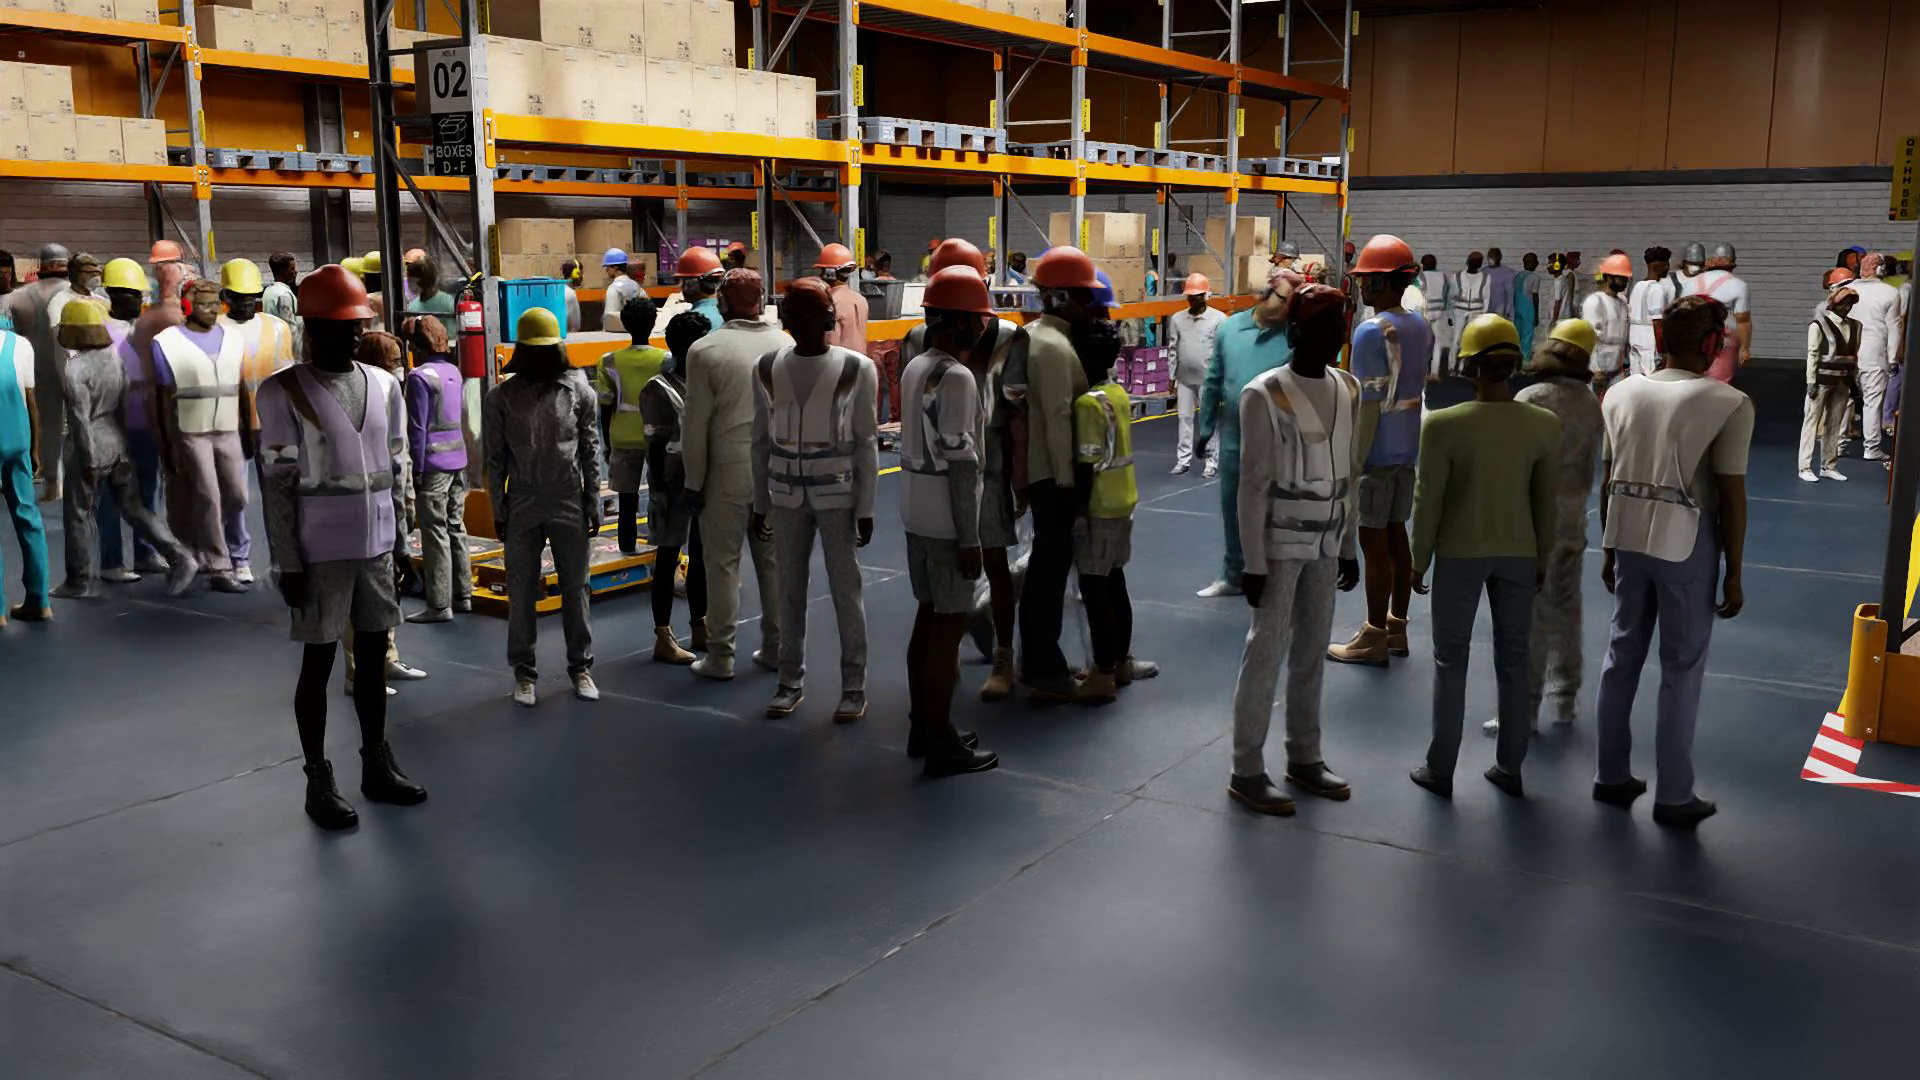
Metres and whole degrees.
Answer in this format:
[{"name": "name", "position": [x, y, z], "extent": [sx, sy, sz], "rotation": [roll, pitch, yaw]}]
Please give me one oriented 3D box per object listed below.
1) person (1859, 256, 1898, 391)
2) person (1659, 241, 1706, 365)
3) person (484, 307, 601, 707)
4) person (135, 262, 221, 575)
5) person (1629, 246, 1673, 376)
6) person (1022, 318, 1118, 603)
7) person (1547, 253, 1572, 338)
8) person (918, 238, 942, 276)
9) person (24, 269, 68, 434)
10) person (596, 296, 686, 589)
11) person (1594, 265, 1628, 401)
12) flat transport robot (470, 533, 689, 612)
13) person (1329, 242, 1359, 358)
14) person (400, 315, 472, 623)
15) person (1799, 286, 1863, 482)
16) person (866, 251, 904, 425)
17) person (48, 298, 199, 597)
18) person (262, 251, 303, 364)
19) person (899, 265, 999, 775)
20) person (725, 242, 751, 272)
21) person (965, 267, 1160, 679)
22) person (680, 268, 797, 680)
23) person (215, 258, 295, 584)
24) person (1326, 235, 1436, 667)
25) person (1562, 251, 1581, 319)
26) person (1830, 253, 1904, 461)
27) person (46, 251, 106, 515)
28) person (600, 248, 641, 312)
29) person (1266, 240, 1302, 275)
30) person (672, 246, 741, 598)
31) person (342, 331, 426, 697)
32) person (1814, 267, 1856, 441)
[{"name": "person", "position": [12.290, -2.899, 22.346], "extent": [0.436, 1.819, 0.634], "rotation": [1, 10, 7]}, {"name": "person", "position": [7.753, -2.177, 17.693], "extent": [0.682, 2.000, 0.542], "rotation": [0, 10, 1]}, {"name": "person", "position": [-1.799, -0.139, 7.243], "extent": [0.484, 1.738, 0.321], "rotation": [-3, 11, -18]}, {"name": "person", "position": [-4.633, -0.709, 9.979], "extent": [0.662, 1.884, 0.424], "rotation": [6, 12, 30]}, {"name": "person", "position": [6.935, -1.967, 16.735], "extent": [0.361, 1.964, 0.613], "rotation": [0, 10, 0]}, {"name": "person", "position": [0.588, -0.605, 9.327], "extent": [0.586, 1.920, 0.396], "rotation": [3, 11, 18]}, {"name": "person", "position": [7.708, -2.766, 21.473], "extent": [0.343, 1.859, 0.533], "rotation": [5, 12, 28]}, {"name": "person", "position": [-0.390, -3.921, 27.339], "extent": [0.613, 2.048, 0.362], "rotation": [-2, 10, -12]}, {"name": "person", "position": [-8.959, -1.773, 16.298], "extent": [0.573, 1.738, 0.352], "rotation": [-3, 11, -17]}, {"name": "person", "position": [-1.829, -0.555, 9.650], "extent": [0.536, 1.700, 0.318], "rotation": [-1, 10, -5]}, {"name": "person", "position": [7.098, -2.146, 18.313], "extent": [0.340, 1.757, 0.518], "rotation": [-5, 11, -25]}, {"name": "flat transport robot", "position": [-2.170, 0.171, 9.589], "extent": [0.652, 0.197, 1.431], "rotation": [7, 12, 33]}, {"name": "person", "position": [6.572, -4.087, 28.440], "extent": [0.615, 1.986, 0.409], "rotation": [-4, 11, -23]}, {"name": "person", "position": [-2.789, -0.379, 8.872], "extent": [0.319, 1.631, 0.524], "rotation": [1, 10, 7]}, {"name": "person", "position": [7.320, -1.305, 13.972], "extent": [0.515, 1.640, 0.314], "rotation": [-3, 11, -15]}, {"name": "person", "position": [-0.798, -2.100, 17.647], "extent": [0.597, 1.908, 0.401], "rotation": [-8, 13, -39]}, {"name": "person", "position": [-4.776, -0.504, 9.367], "extent": [0.840, 1.710, 0.490], "rotation": [2, 10, 9]}, {"name": "person", "position": [-6.178, -1.671, 15.230], "extent": [0.391, 1.920, 0.593], "rotation": [-8, 13, -38]}, {"name": "person", "position": [-0.034, -0.073, 6.356], "extent": [0.385, 1.929, 0.543], "rotation": [-4, 11, -20]}, {"name": "person", "position": [-3.230, -3.324, 24.235], "extent": [0.396, 1.985, 0.643], "rotation": [-9, 14, -41]}, {"name": "person", "position": [0.440, -0.310, 7.739], "extent": [0.925, 1.915, 0.601], "rotation": [2, 10, 8]}, {"name": "person", "position": [-1.000, -0.303, 7.731], "extent": [0.654, 1.894, 0.401], "rotation": [-8, 13, -37]}, {"name": "person", "position": [-4.211, -0.699, 9.866], "extent": [0.591, 1.915, 0.401], "rotation": [-10, 14, -43]}, {"name": "person", "position": [1.994, -0.417, 7.934], "extent": [0.373, 2.044, 0.606], "rotation": [8, 13, 39]}, {"name": "person", "position": [9.700, -3.686, 26.595], "extent": [0.375, 1.843, 0.575], "rotation": [2, 10, 10]}, {"name": "person", "position": [8.360, -1.683, 15.350], "extent": [0.406, 1.901, 0.639], "rotation": [-8, 13, -36]}, {"name": "person", "position": [-6.476, -1.160, 12.343], "extent": [0.351, 1.936, 0.634], "rotation": [0, 10, 2]}, {"name": "person", "position": [-3.518, -2.061, 17.347], "extent": [0.415, 1.939, 0.607], "rotation": [3, 11, 15]}, {"name": "person", "position": [3.702, -2.402, 18.939], "extent": [0.536, 2.000, 0.677], "rotation": [1, 10, 5]}, {"name": "person", "position": [-1.451, -0.665, 9.483], "extent": [0.397, 1.990, 0.619], "rotation": [5, 11, 24]}, {"name": "person", "position": [-2.605, -0.117, 7.450], "extent": [0.297, 1.626, 0.499], "rotation": [2, 10, 11]}, {"name": "person", "position": [8.849, -1.868, 16.799], "extent": [0.562, 1.747, 0.343], "rotation": [0, 10, -1]}]
